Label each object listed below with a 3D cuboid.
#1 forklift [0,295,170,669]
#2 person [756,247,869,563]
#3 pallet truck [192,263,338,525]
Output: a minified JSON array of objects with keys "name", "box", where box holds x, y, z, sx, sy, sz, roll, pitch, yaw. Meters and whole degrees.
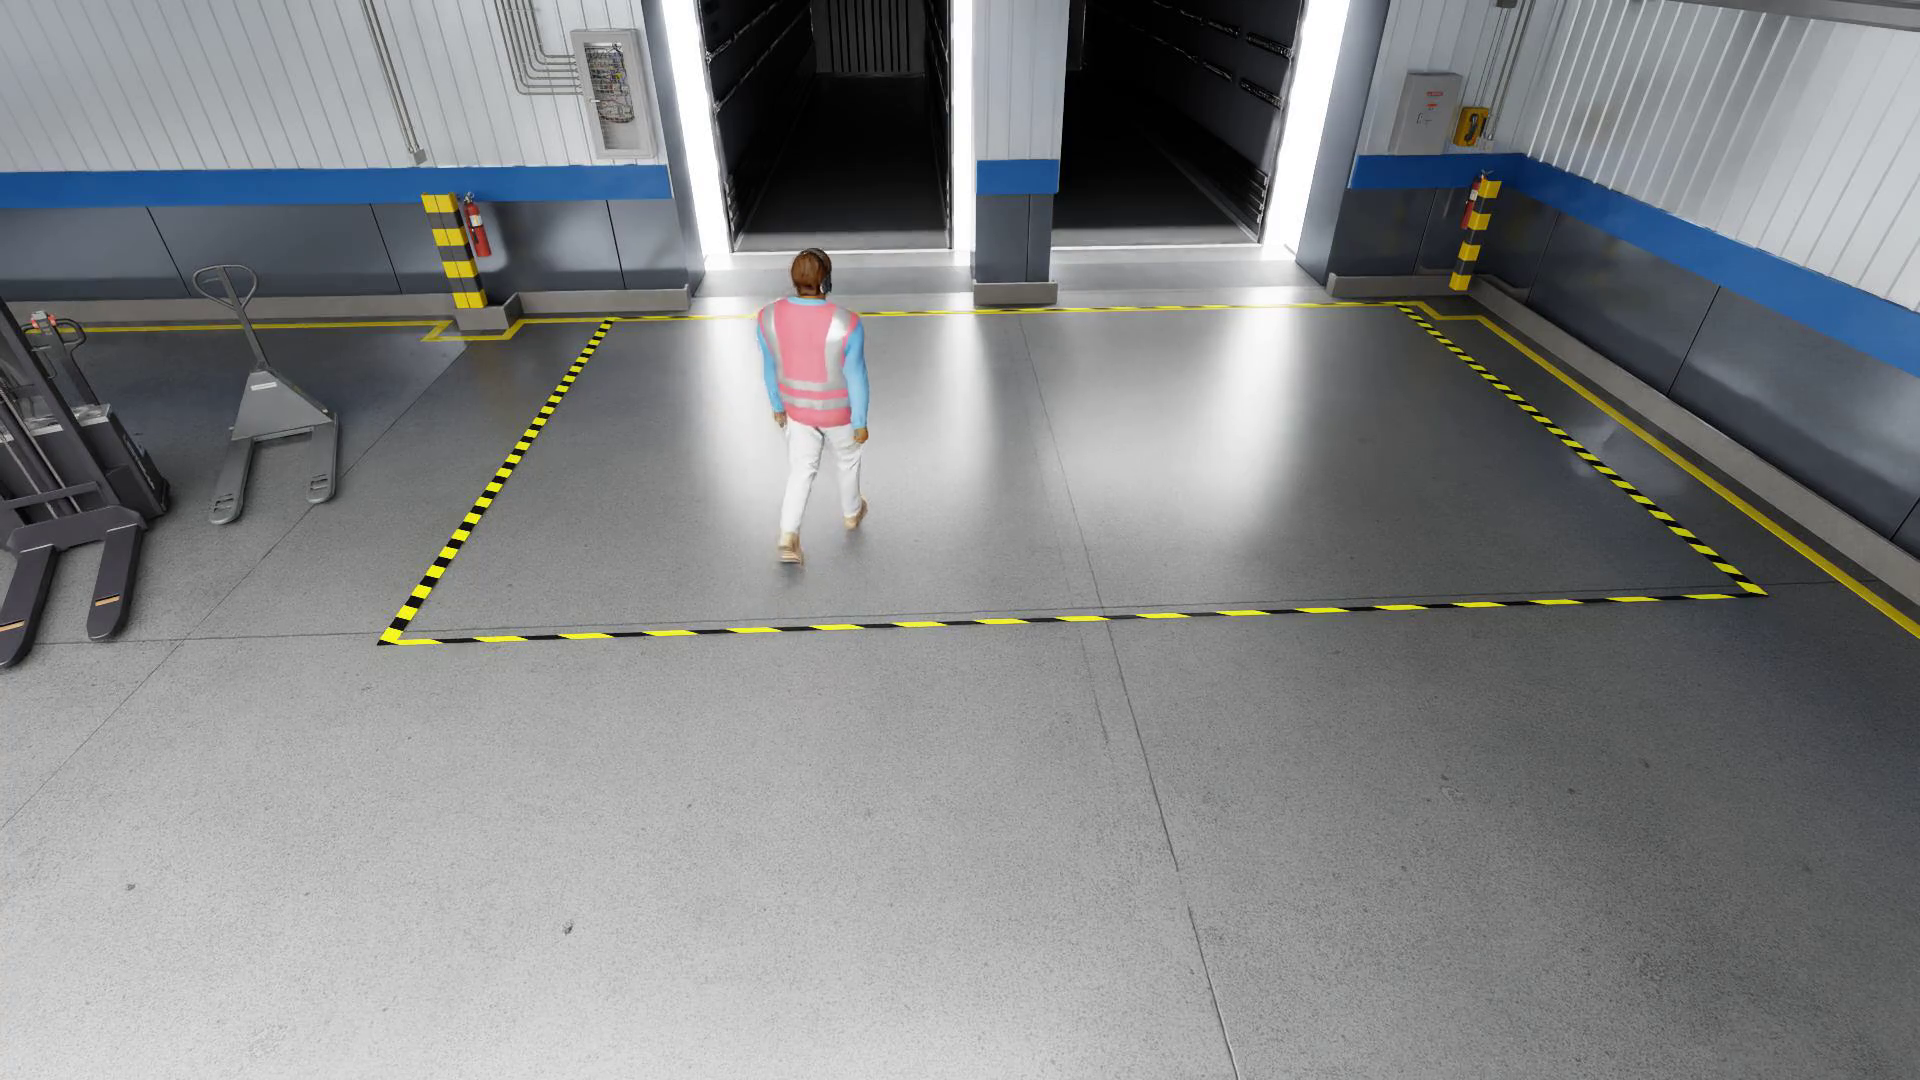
[{"name":"forklift","box":[-5.212,-0.618,4.878,0.823,1.965,1.885,-20,39,-26]},{"name":"person","box":[-0.813,-0.723,5.199,0.631,1.807,0.904,8,36,12]},{"name":"pallet truck","box":[-4.778,-1.027,6.128,0.680,1.201,1.601,-17,38,-23]}]
